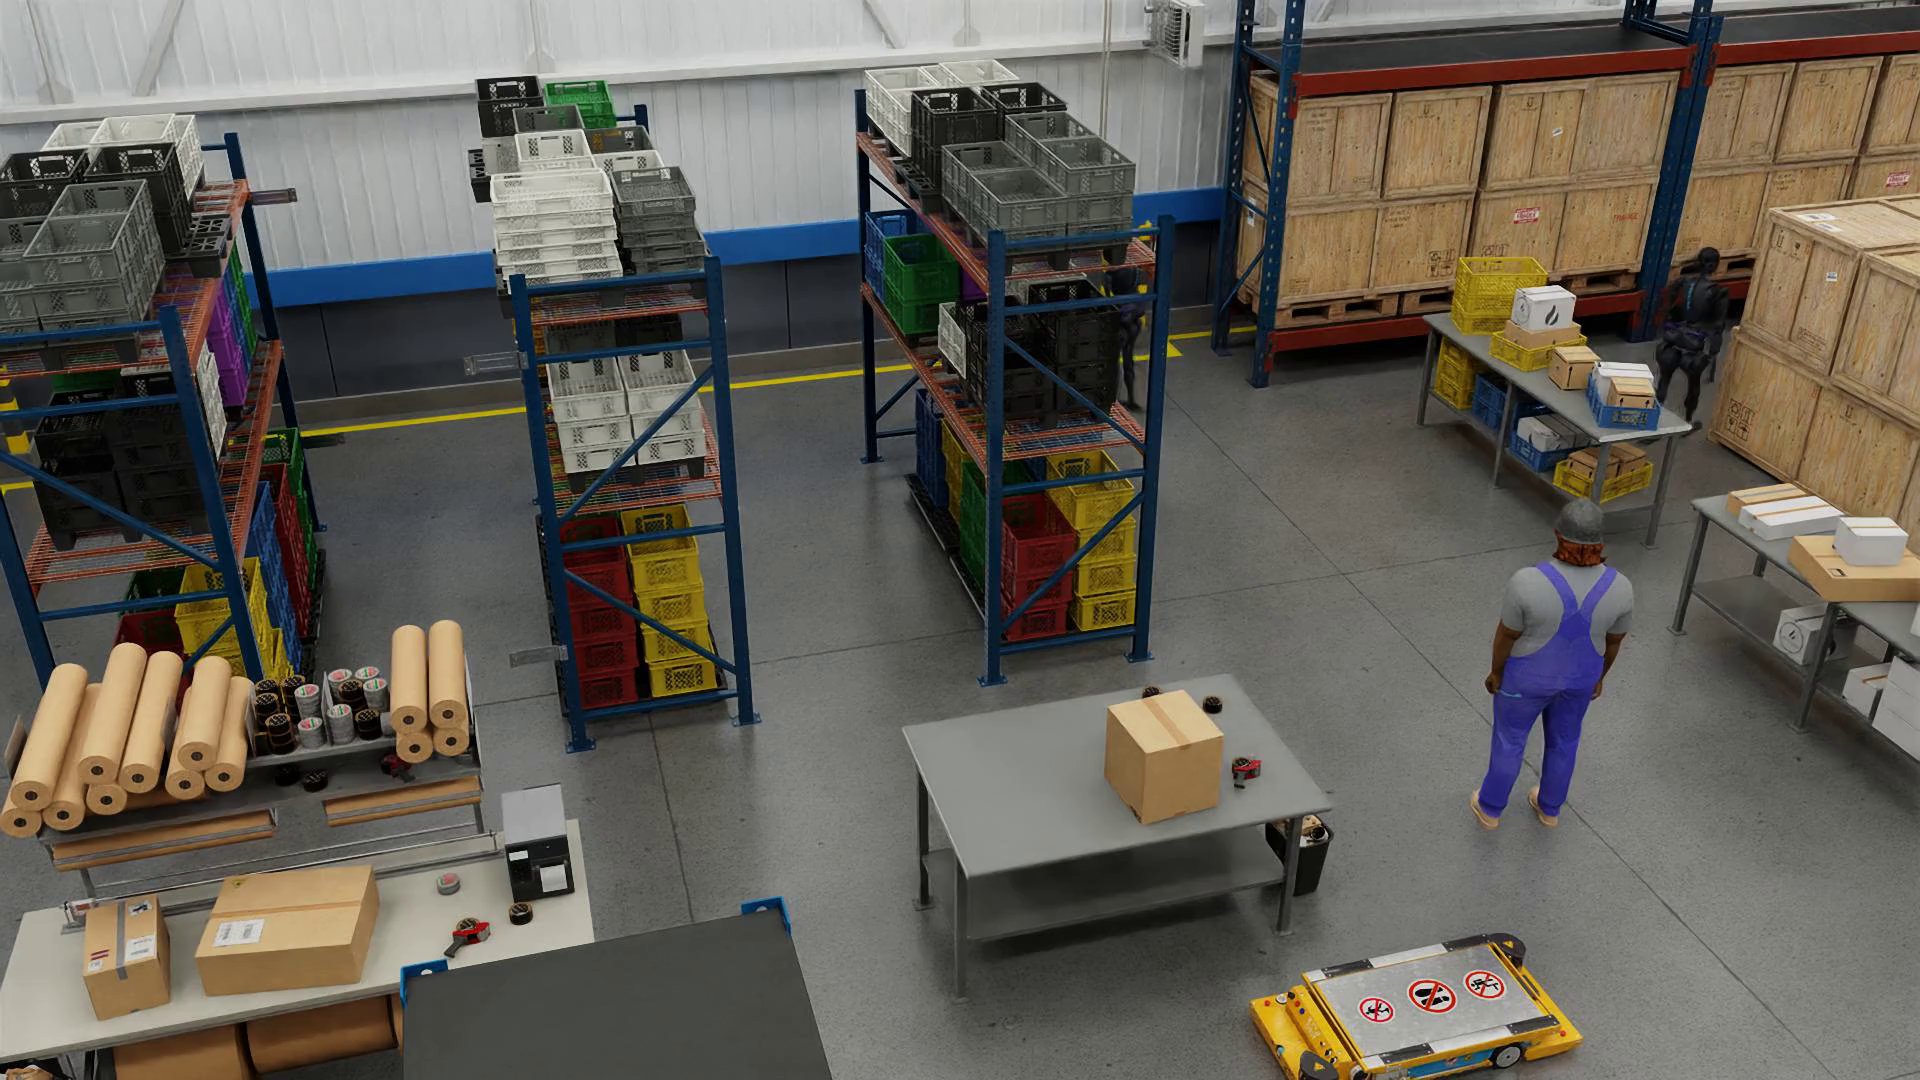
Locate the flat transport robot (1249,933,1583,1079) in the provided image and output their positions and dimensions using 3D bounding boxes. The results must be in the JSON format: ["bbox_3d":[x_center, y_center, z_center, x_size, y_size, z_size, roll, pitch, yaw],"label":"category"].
[{"bbox_3d":[2.184,2.282,7.980,1.431,0.197,0.652,-8,30,-14],"label":"flat transport robot"}]

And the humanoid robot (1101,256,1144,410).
[{"bbox_3d":[1.362,-1.847,14.063,0.344,1.658,0.600,19,34,31],"label":"humanoid robot"}]

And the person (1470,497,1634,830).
[{"bbox_3d":[3.215,0.677,9.093,0.679,2.000,0.536,0,29,0],"label":"person"}]

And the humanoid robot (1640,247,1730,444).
[{"bbox_3d":[5.969,-1.576,13.596,0.703,1.625,0.602,-21,35,-33],"label":"humanoid robot"}]

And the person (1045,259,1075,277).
[{"bbox_3d":[0.773,-2.001,14.181,0.839,1.836,0.662,-2,29,-4],"label":"person"}]
